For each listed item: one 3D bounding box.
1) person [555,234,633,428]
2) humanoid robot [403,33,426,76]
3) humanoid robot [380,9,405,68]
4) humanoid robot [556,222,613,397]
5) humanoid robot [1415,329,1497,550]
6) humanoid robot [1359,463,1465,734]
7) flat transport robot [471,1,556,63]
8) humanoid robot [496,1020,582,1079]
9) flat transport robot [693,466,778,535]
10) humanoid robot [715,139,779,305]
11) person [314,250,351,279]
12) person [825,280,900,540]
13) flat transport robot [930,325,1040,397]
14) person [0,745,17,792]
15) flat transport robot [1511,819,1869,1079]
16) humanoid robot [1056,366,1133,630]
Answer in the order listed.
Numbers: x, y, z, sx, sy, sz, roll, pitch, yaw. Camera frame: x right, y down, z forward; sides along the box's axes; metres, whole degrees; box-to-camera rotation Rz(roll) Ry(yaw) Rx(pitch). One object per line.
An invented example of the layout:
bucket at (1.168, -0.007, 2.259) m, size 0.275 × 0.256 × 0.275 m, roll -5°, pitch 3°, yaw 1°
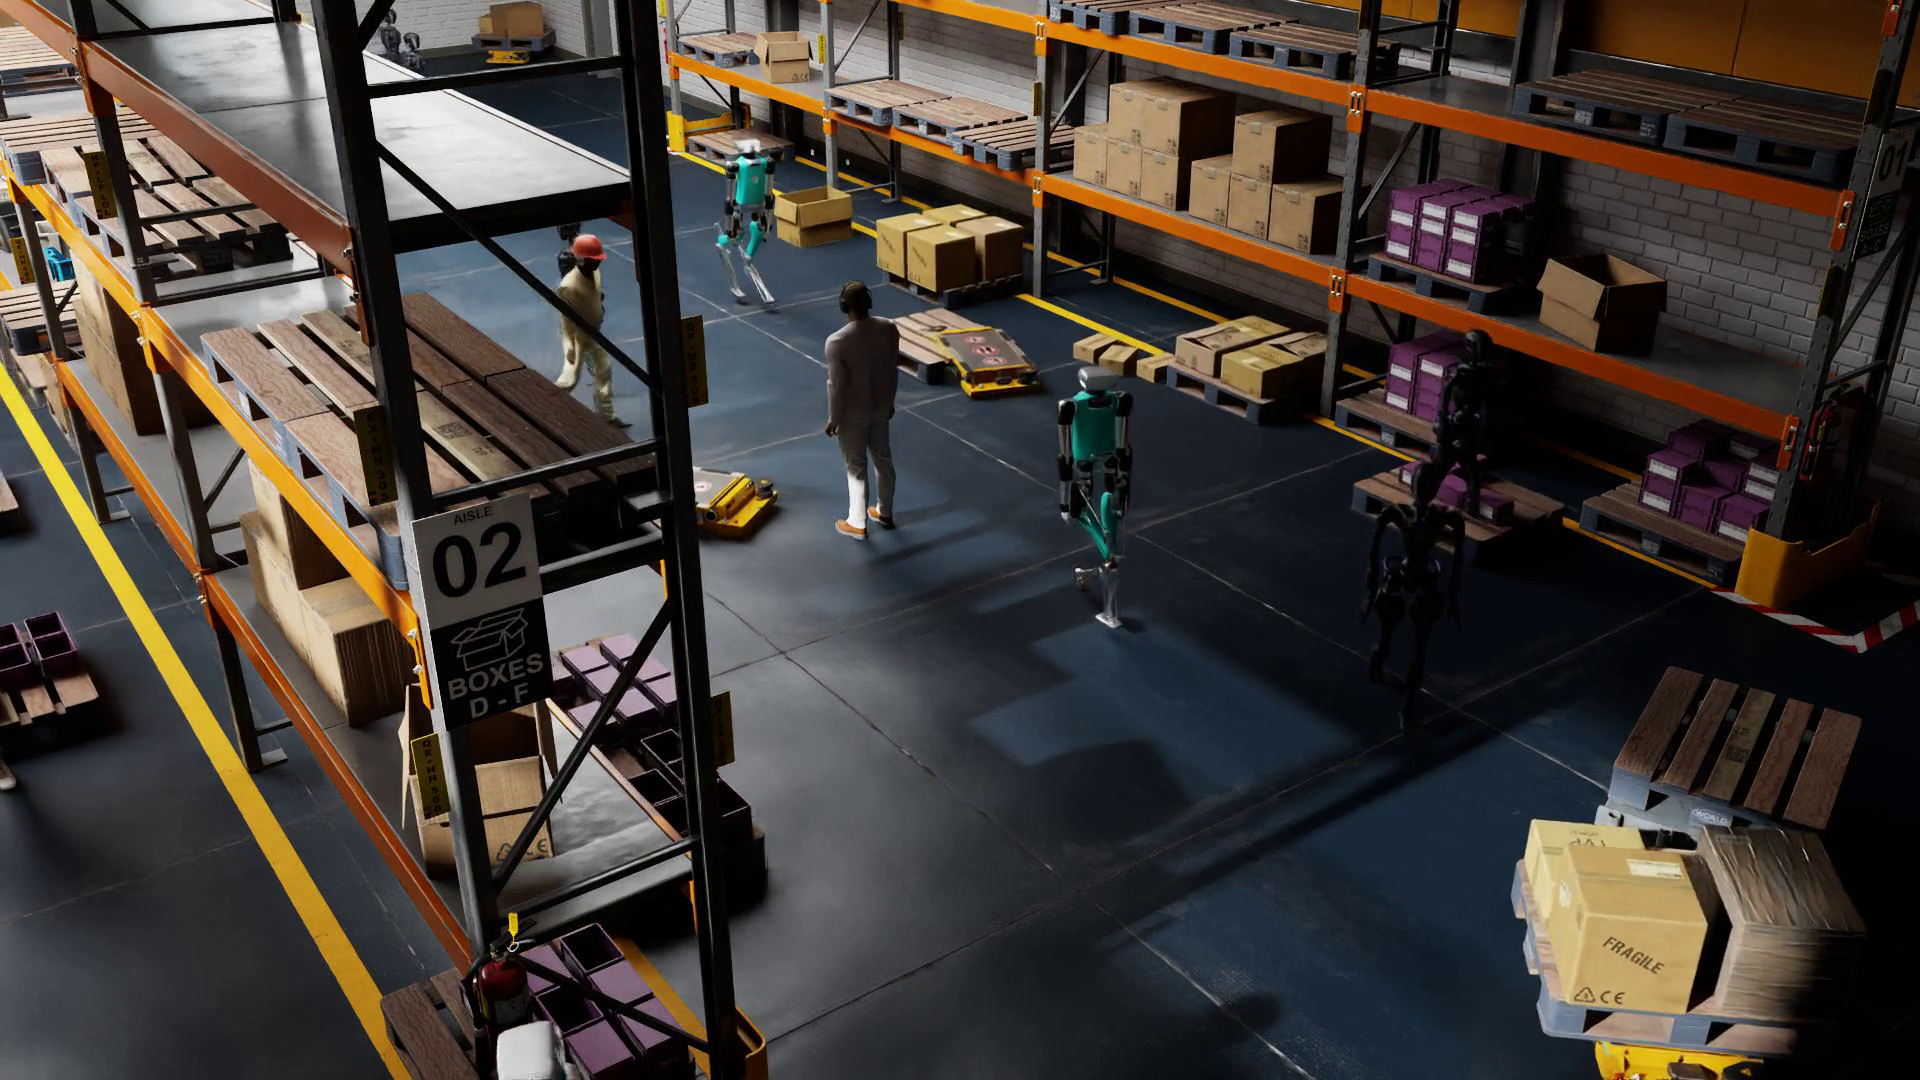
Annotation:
person at (-3.198, -1.712, 13.784) m, size 0.738 × 1.715 × 0.597 m, roll 6°, pitch 27°, yaw 13°
humanoid robot at (-7.272, -5.995, 22.392) m, size 0.774 × 1.628 × 0.599 m, roll 1°, pitch 27°, yaw 1°
humanoid robot at (-8.241, -6.821, 23.991) m, size 0.521 × 1.637 × 0.598 m, roll -3°, pitch 27°, yaw -6°
humanoid robot at (-3.264, -2.004, 14.408) m, size 0.341 × 1.653 × 0.603 m, roll 6°, pitch 27°, yaw 12°
humanoid robot at (3.589, -0.730, 11.922) m, size 0.591 × 1.623 × 0.785 m, roll -18°, pitch 32°, yaw -32°
humanoid robot at (2.683, 0.282, 9.886) m, size 0.588 × 1.638 × 0.681 m, roll 3°, pitch 27°, yaw 6°
flat transport robot at (-7.684, -8.483, 28.862) m, size 0.659 × 0.231 × 1.431 m, roll 1°, pitch 27°, yaw 2°
humanoid robot at (-1.667, 2.442, 5.539) m, size 1.004 × 1.770 × 0.549 m, roll -10°, pitch 28°, yaw -20°
flat transport robot at (-2.175, -0.338, 12.659) m, size 1.431 × 0.231 × 0.659 m, roll 8°, pitch 28°, yaw 16°
humanoid robot at (-2.174, -3.177, 16.656) m, size 0.545 × 1.729 × 0.978 m, roll -17°, pitch 31°, yaw -31°
person at (-5.102, -1.897, 13.893) m, size 0.489 × 1.949 × 0.420 m, roll 4°, pitch 27°, yaw 8°
person at (-0.707, -0.935, 11.997) m, size 0.627 × 1.934 × 0.370 m, roll -22°, pitch 34°, yaw -36°
flat transport robot at (0.204, -1.671, 15.310) m, size 0.659 × 0.231 × 1.431 m, roll -8°, pitch 28°, yaw -15°
person at (-5.581, 0.587, 8.998) m, size 0.651 × 1.905 × 0.405 m, roll -20°, pitch 33°, yaw -34°
flat transport robot at (3.264, 2.089, 7.833) m, size 0.659 × 0.231 × 1.431 m, roll 4°, pitch 27°, yaw 7°
humanoid robot at (0.962, -0.218, 10.804) m, size 0.542 × 1.722 × 1.045 m, roll -11°, pitch 29°, yaw -21°
